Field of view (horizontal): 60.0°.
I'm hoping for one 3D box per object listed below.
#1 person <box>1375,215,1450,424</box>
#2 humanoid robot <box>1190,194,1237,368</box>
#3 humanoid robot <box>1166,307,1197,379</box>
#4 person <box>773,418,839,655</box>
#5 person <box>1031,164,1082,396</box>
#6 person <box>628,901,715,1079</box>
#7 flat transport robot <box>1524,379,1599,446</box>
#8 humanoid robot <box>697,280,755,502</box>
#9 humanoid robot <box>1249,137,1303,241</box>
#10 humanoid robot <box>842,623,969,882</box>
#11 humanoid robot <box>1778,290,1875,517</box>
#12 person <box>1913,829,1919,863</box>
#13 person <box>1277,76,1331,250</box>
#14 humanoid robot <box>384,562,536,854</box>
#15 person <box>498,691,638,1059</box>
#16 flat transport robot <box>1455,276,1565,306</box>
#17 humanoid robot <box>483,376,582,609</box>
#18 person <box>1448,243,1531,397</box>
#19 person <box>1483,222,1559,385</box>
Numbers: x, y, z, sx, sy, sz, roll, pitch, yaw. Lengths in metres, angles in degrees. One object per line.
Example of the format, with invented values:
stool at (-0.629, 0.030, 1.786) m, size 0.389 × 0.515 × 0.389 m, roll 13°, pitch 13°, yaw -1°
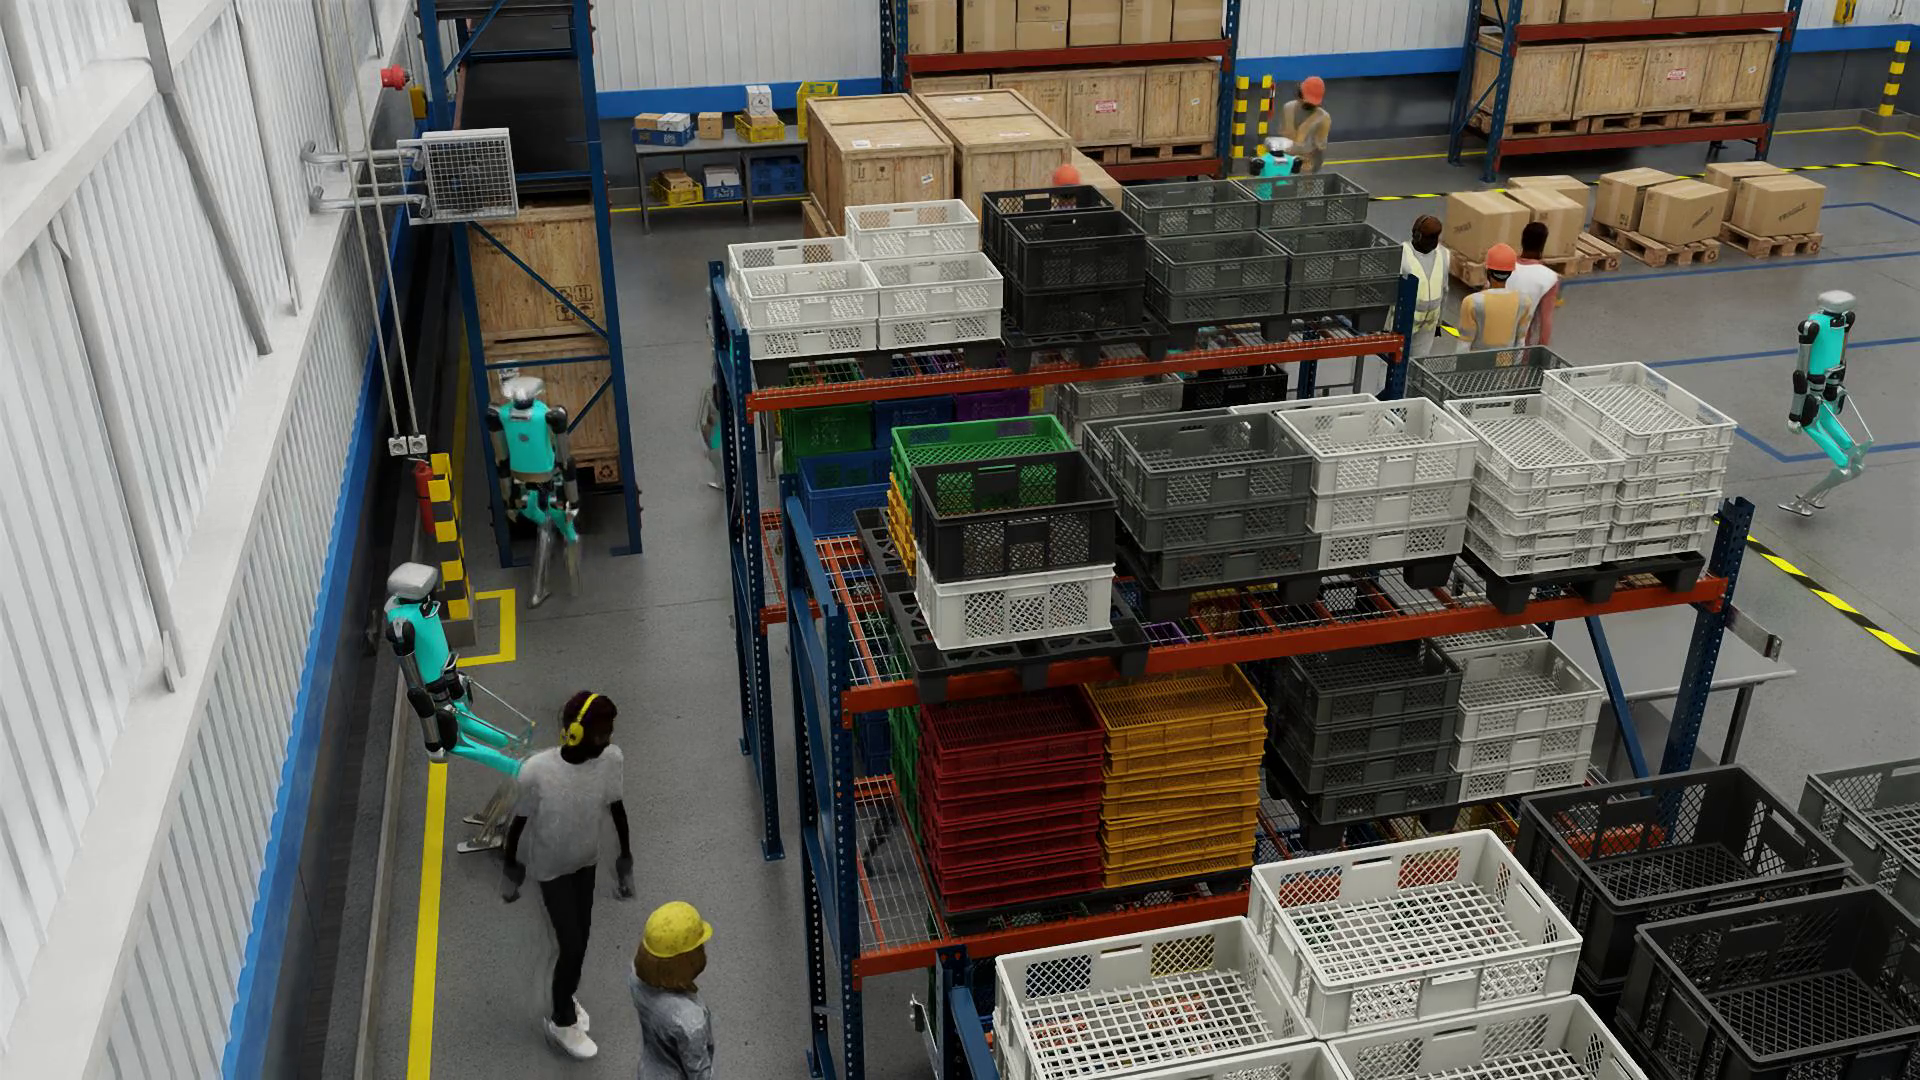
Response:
person at (3.751, -1.801, 13.788) m, size 0.622 × 1.837 × 0.429 m, roll -9°, pitch 29°, yaw -17°
humanoid robot at (2.293, -2.268, 14.834) m, size 0.588 × 1.633 × 0.381 m, roll -2°, pitch 28°, yaw -4°
humanoid robot at (1.793, -0.917, 12.316) m, size 0.803 × 1.883 × 0.553 m, roll -11°, pitch 30°, yaw -19°
person at (-0.935, -0.077, 10.502) m, size 0.513 × 1.844 × 0.330 m, roll -18°, pitch 33°, yaw -31°
person at (0.898, -2.238, 14.408) m, size 0.600 × 2.036 × 0.395 m, roll -1°, pitch 28°, yaw -2°
person at (-1.076, 2.114, 6.465) m, size 0.334 × 1.732 × 0.478 m, roll -20°, pitch 34°, yaw -33°
flat transport robot at (4.780, -1.036, 14.013) m, size 0.659 × 0.231 × 1.431 m, roll -6°, pitch 28°, yaw -12°
humanoid robot at (-1.827, -1.117, 12.605) m, size 0.842 × 1.794 × 0.567 m, roll 8°, pitch 29°, yaw 14°
humanoid robot at (2.959, -3.116, 16.488) m, size 0.537 × 1.878 × 0.734 m, roll -7°, pitch 29°, yaw -14°
humanoid robot at (-0.303, 1.136, 8.416) m, size 0.757 × 1.631 × 0.591 m, roll -2°, pitch 28°, yaw -4°
humanoid robot at (6.402, -0.944, 12.119) m, size 0.533 × 1.677 × 0.735 m, roll -16°, pitch 32°, yaw -27°
person at (3.663, 1.924, 6.687) m, size 0.330 × 1.865 × 0.505 m, roll -5°, pitch 28°, yaw -9°
person at (3.562, -3.997, 17.794) m, size 0.451 × 1.991 × 0.801 m, roll -21°, pitch 34°, yaw -34°
humanoid robot at (-2.511, 0.880, 8.659) m, size 0.735 × 1.677 × 0.533 m, roll -1°, pitch 28°, yaw -1°
person at (-1.739, 1.509, 7.521) m, size 0.604 × 1.819 × 0.579 m, roll -23°, pitch 35°, yaw -36°
flat transport robot at (5.572, -2.710, 17.158) m, size 0.652 × 0.197 × 1.431 m, roll -6°, pitch 28°, yaw -12°
humanoid robot at (-2.754, -0.298, 11.137) m, size 0.531 × 1.876 × 0.730 m, roll 2°, pitch 28°, yaw 4°
person at (4.029, -1.332, 12.786) m, size 0.550 × 1.934 × 0.372 m, roll -3°, pitch 28°, yaw -6°
person at (4.429, -1.605, 13.342) m, size 0.610 × 1.895 × 0.443 m, roll 20°, pitch 34°, yaw 33°
